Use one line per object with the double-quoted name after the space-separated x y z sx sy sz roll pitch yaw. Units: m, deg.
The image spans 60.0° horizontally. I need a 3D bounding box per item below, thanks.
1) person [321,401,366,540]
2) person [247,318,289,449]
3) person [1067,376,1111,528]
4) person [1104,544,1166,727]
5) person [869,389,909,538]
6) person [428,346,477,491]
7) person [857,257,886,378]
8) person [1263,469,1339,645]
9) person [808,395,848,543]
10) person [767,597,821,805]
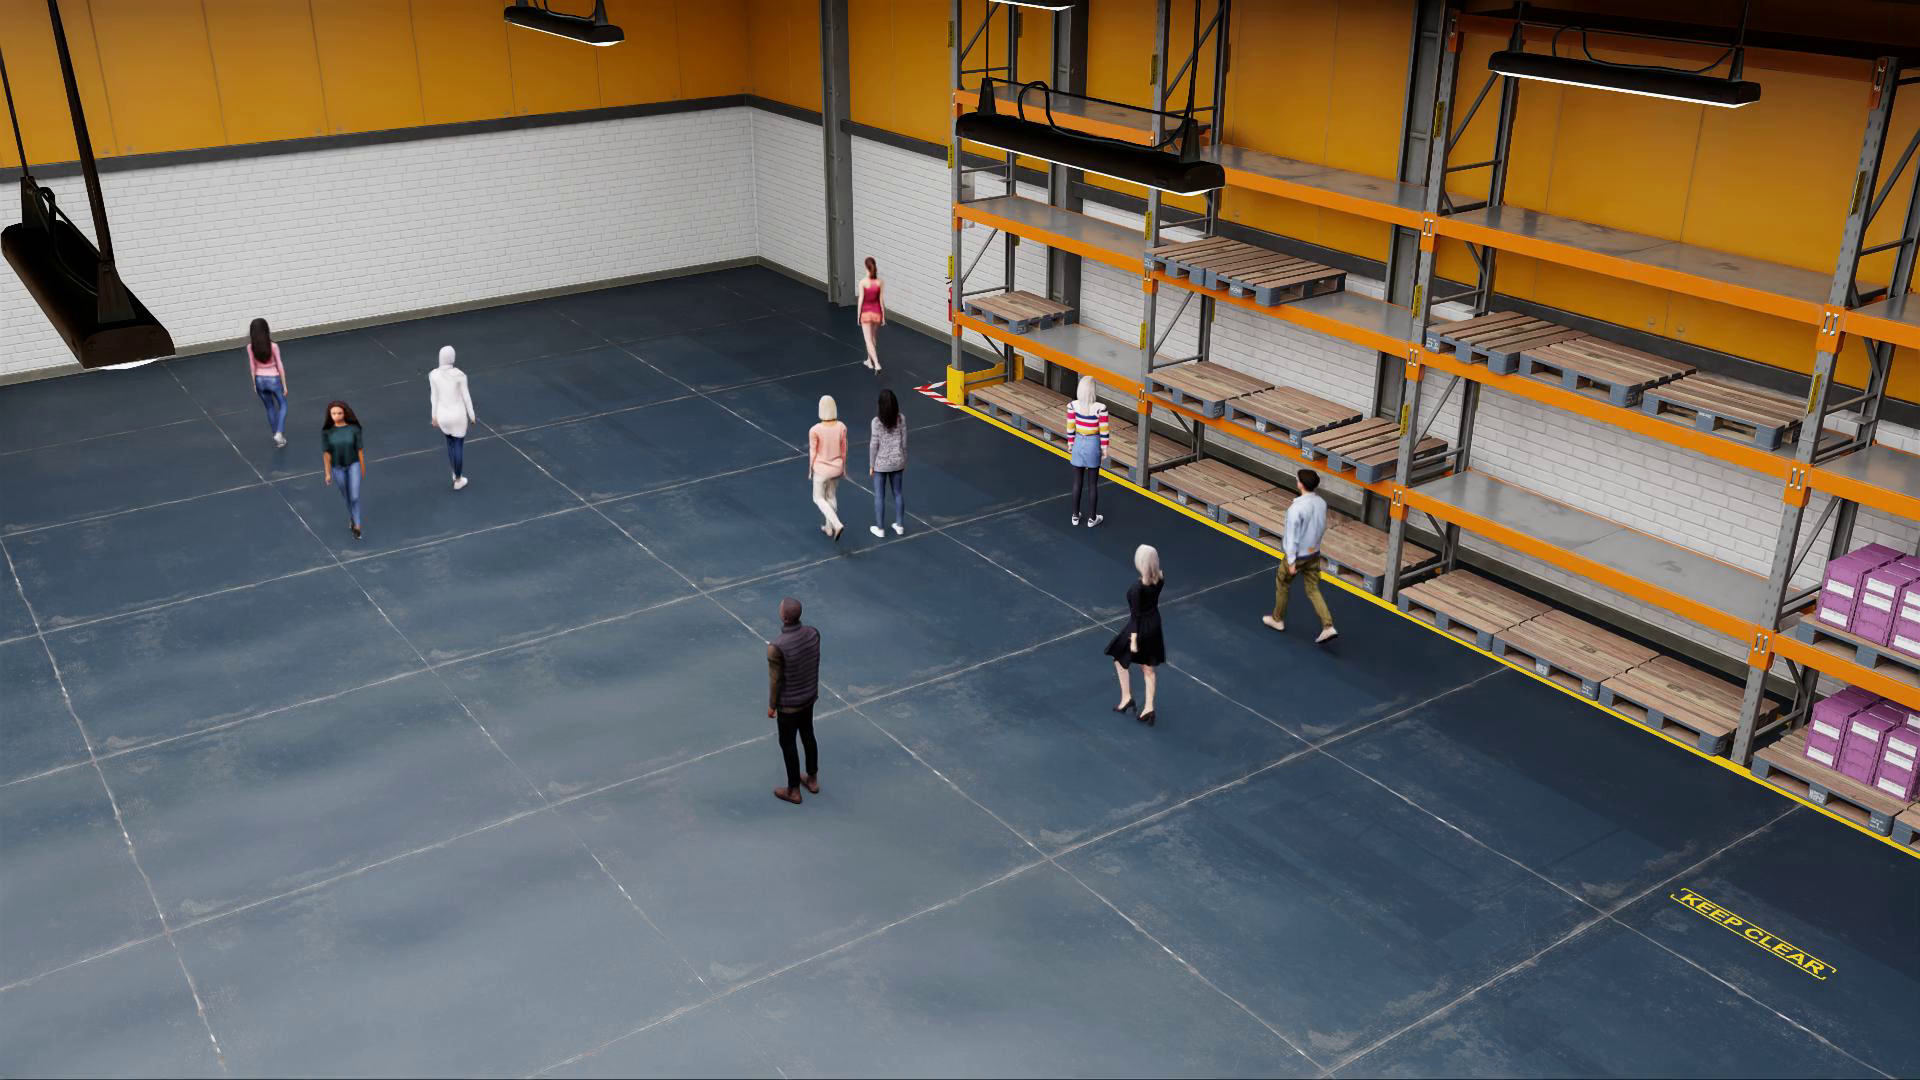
-6.997 -0.835 18.965 0.858 1.581 1.113 -5 24 -10 "person"
-8.924 -1.986 21.409 0.739 1.734 0.846 -3 24 -8 "person"
1.458 -1.036 19.141 0.657 1.809 0.782 9 25 20 "person"
1.697 0.878 14.859 0.750 1.731 0.700 20 31 38 "person"
-0.811 -0.878 18.875 0.644 1.731 0.575 -12 26 -25 "person"
-6.185 -1.449 20.144 0.780 1.763 0.827 2 24 4 "person"
-1.275 -3.237 24.284 0.727 1.722 1.152 -10 26 -22 "person"
3.438 0.187 16.379 0.701 1.781 1.158 -14 27 -29 "person"
-1.455 -0.767 18.649 0.615 1.710 0.877 -14 27 -29 "person"
-1.366 1.307 13.747 0.655 1.836 0.752 19 30 37 "person"
